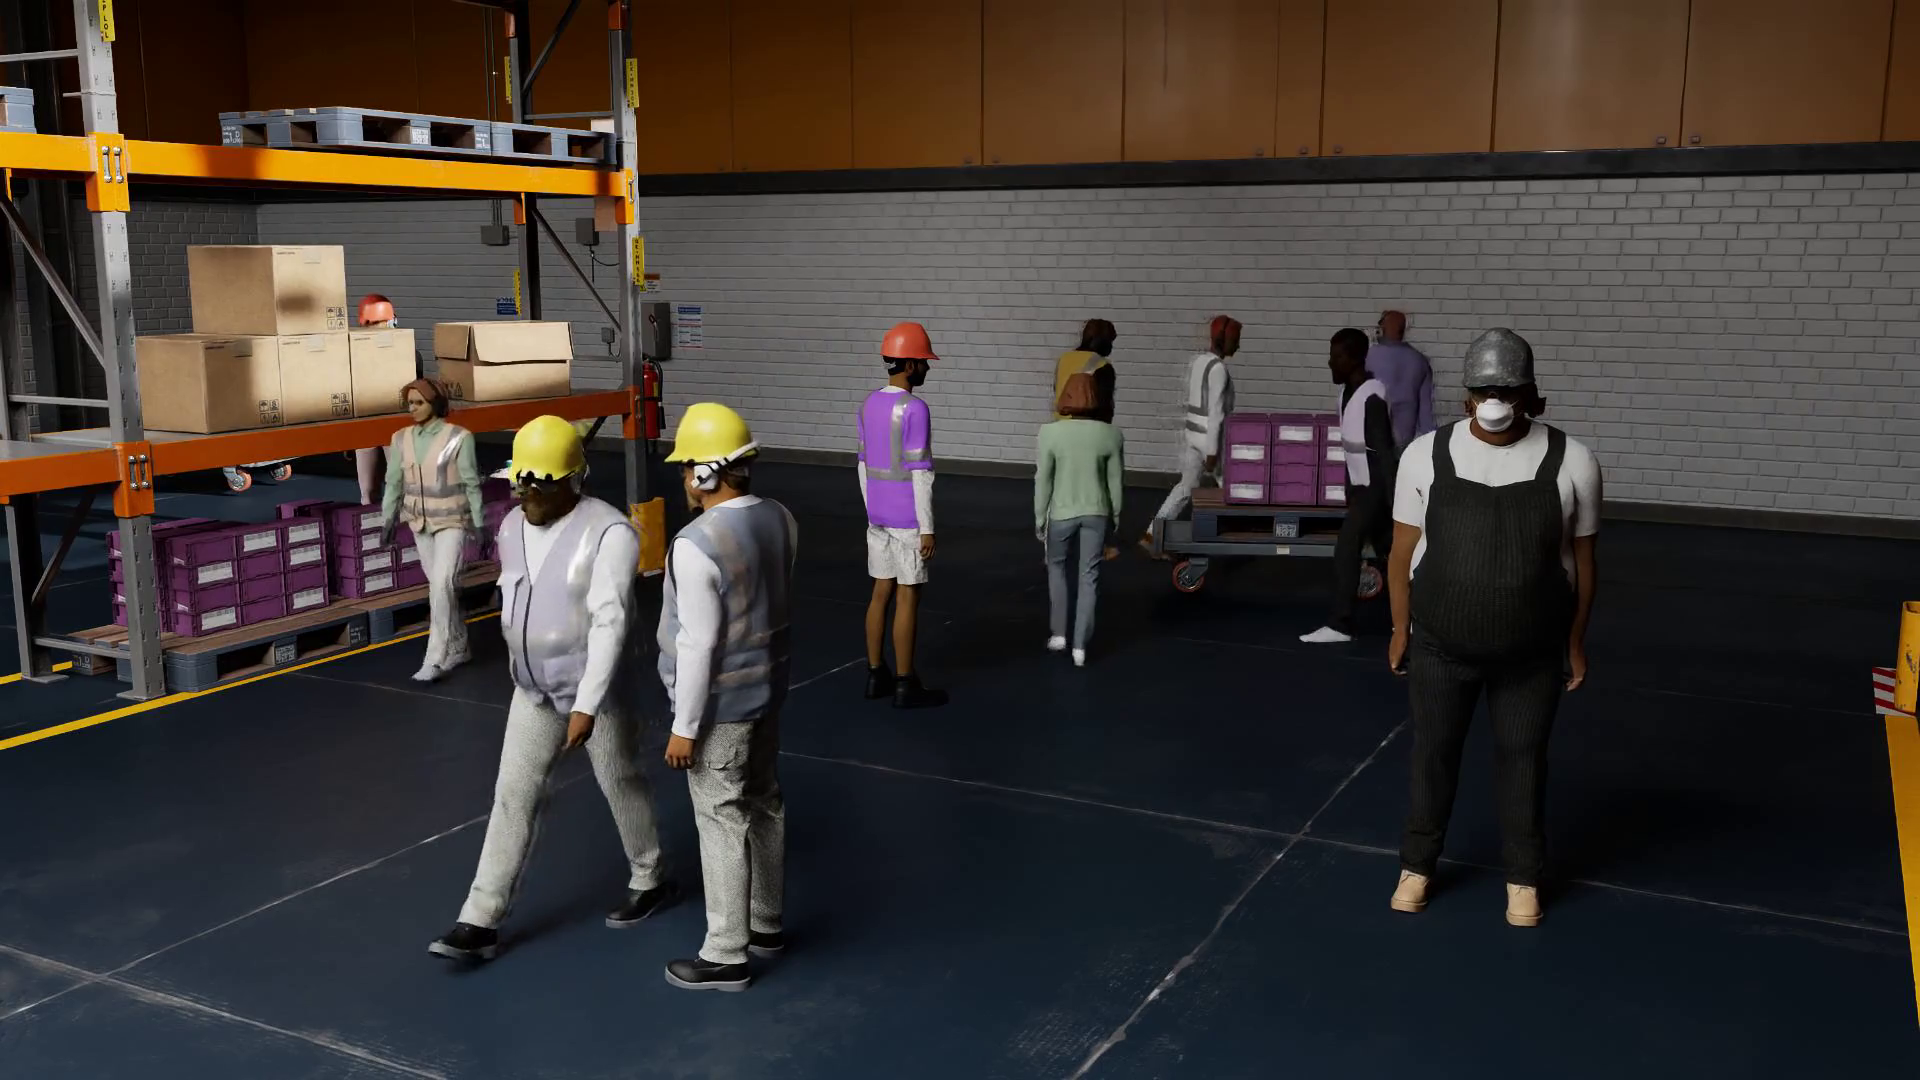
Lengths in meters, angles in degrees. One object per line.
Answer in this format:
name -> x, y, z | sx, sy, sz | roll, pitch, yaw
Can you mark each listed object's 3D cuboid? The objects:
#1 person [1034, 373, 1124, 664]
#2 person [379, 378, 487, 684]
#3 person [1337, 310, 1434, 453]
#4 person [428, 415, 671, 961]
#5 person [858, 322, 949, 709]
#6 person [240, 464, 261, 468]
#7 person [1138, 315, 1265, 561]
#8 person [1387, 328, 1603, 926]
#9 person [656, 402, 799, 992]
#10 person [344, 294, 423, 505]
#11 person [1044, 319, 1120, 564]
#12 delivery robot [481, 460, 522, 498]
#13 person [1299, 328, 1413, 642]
person -> 0.664, -0.134, 9.369 | 0.518, 1.606, 0.609 | -1, 10, -3
person -> -2.854, -0.041, 8.840 | 0.551, 1.605, 0.761 | 4, 10, 20
person -> 3.211, -0.799, 12.571 | 0.637, 1.849, 1.028 | -4, 11, -22
person -> -1.291, 0.476, 5.398 | 0.582, 1.768, 0.896 | 5, 11, 28
person -> -0.280, -0.124, 8.392 | 0.375, 1.935, 0.551 | -7, 12, -35
person -> -7.512, -1.734, 17.736 | 0.359, 1.930, 0.587 | 8, 13, 39
person -> 1.784, -0.735, 12.248 | 0.975, 1.832, 0.609 | -2, 10, -14
person -> 1.789, 0.300, 5.639 | 0.690, 2.000, 0.538 | 3, 10, 19
person -> -0.734, 0.484, 5.182 | 0.404, 1.830, 0.588 | 4, 11, 21
person -> -4.108, -0.748, 11.837 | 0.608, 1.995, 0.380 | 0, 10, 2
person -> 0.933, -0.716, 12.211 | 0.739, 1.792, 0.727 | -7, 12, -34
delivery robot -> -3.712, -0.421, 13.825 | 0.707, 0.478, 0.477 | -6, 12, -30
person -> 2.467, -0.313, 9.761 | 0.852, 1.864, 0.612 | 1, 10, 3
